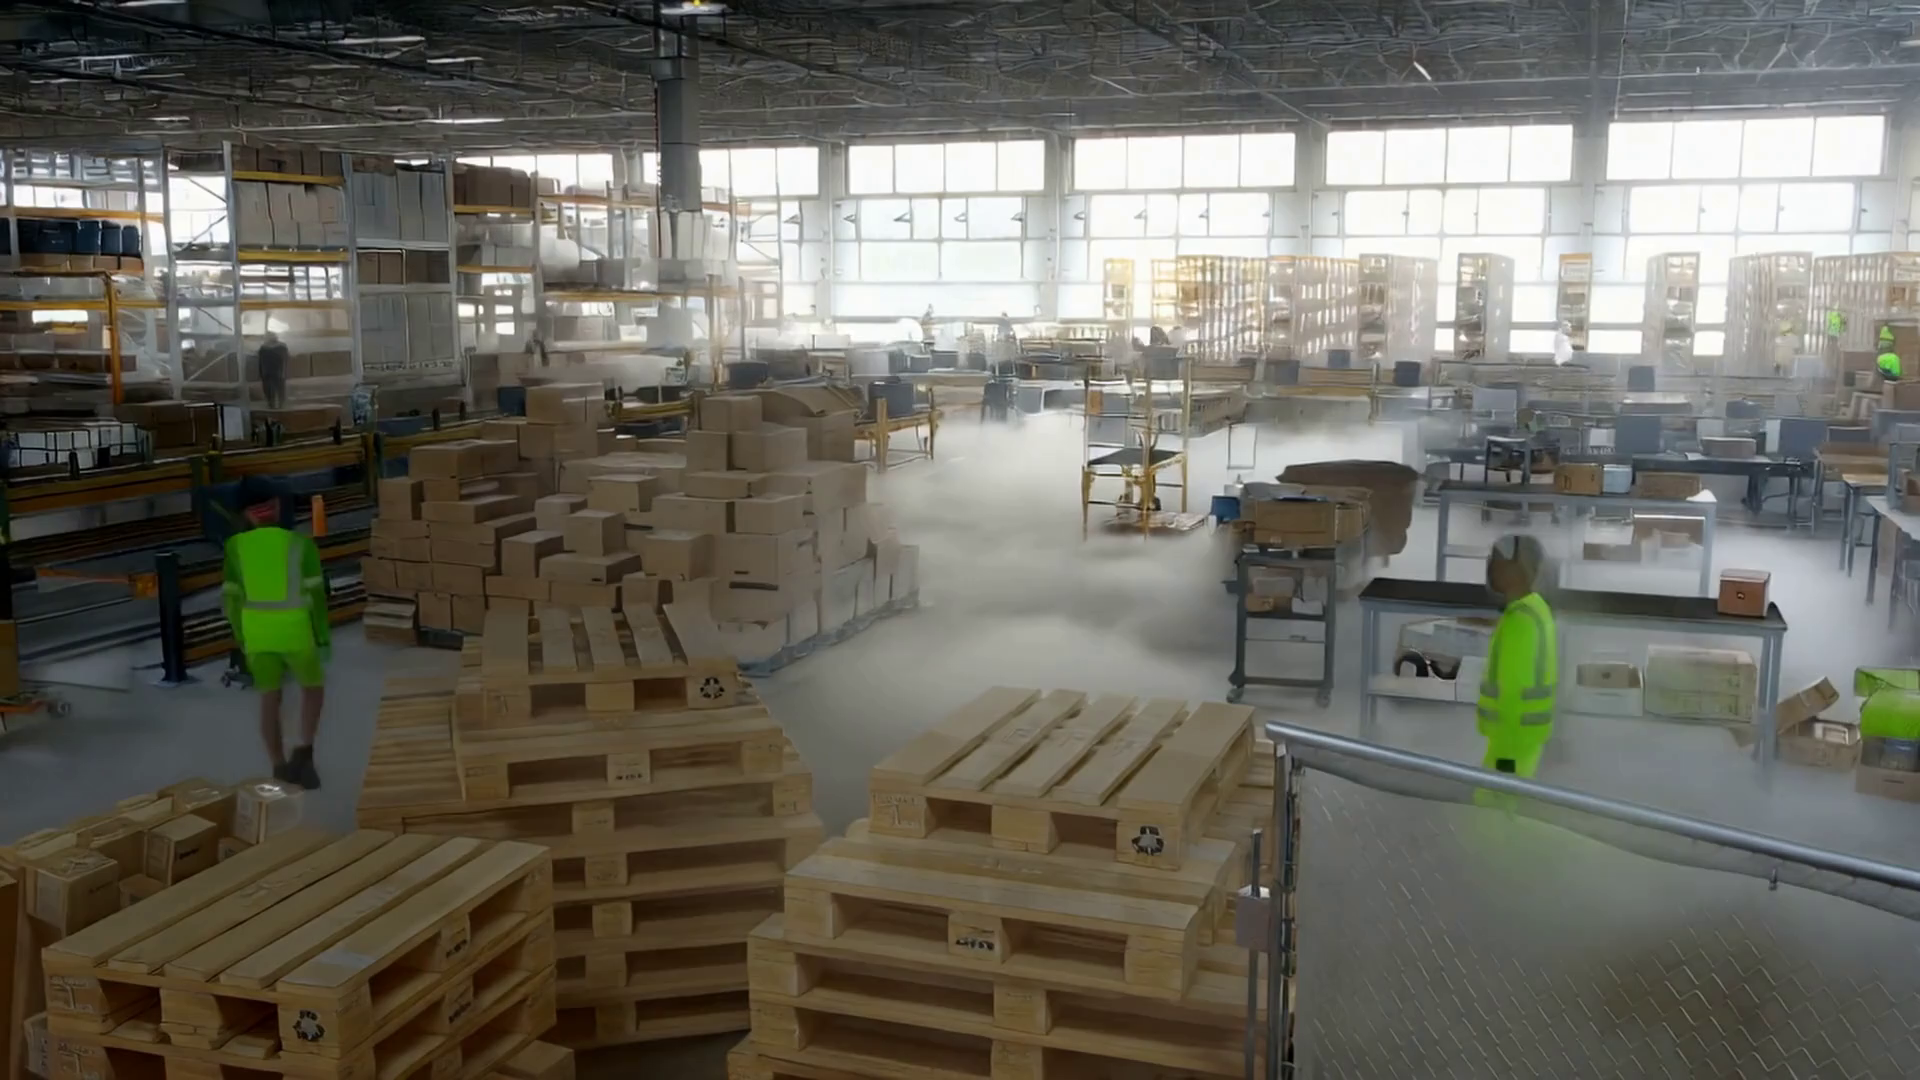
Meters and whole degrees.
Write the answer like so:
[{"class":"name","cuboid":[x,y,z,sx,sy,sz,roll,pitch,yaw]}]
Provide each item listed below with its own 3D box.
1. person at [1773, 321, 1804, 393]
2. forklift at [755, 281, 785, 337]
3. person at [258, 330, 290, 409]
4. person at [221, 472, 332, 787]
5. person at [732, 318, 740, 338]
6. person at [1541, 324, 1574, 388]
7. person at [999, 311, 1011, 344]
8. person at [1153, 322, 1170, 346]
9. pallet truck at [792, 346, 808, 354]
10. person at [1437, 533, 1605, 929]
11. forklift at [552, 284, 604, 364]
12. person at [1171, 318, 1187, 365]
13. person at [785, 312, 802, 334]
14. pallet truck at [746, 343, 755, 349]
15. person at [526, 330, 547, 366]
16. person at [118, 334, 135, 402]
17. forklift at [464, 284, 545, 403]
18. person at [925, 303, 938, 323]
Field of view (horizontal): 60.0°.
[{"class":"person","cuboid":[19.501,-4.173,39.175,0.830,1.971,0.628,5,10,30]},{"class":"forklift","cuboid":[-6.722,-7.750,58.754,1.129,2.768,1.873,3,10,20]},{"class":"person","cuboid":[-14.044,-3.324,34.003,0.639,1.911,0.402,1,9,5]},{"class":"person","cuboid":[-3.956,0.548,9.681,0.564,1.914,0.432,-1,9,-6]},{"class":"person","cuboid":[-6.499,-5.574,48.531,0.440,1.789,0.679,-2,9,-15]},{"class":"person","cuboid":[15.410,-4.654,42.705,0.867,1.800,0.595,4,10,23]},{"class":"person","cuboid":[1.648,-7.529,60.961,0.485,1.735,0.343,-4,10,-26]},{"class":"person","cuboid":[5.404,-4.910,44.325,0.764,1.788,0.660,2,9,14]},{"class":"pallet truck","cuboid":[-3.705,-4.298,42.022,0.653,1.274,1.630,3,10,20]},{"class":"person","cuboid":[2.604,0.894,7.654,0.652,1.864,0.590,4,10,22]},{"class":"forklift","cuboid":[-10.754,-5.702,45.890,1.129,2.768,1.873,3,10,20]},{"class":"person","cuboid":[5.962,-5.175,45.723,0.867,1.876,0.650,7,11,36]},{"class":"person","cuboid":[-5.092,-6.084,51.372,0.604,1.893,1.012,3,10,18]},{"class":"pallet truck","cuboid":[-6.183,-4.618,44.264,1.601,1.201,0.680,-9,12,-43]},{"class":"person","cuboid":[-10.675,-4.439,41.805,0.869,1.651,0.538,2,9,13]},{"class":"person","cuboid":[-19.975,-4.090,39.667,0.287,1.635,0.499,6,11,32]},{"class":"forklift","cuboid":[-10.832,-4.702,39.610,1.129,2.768,1.873,3,10,20]},{"class":"person","cuboid":[-1.111,-8.399,65.780,0.548,1.937,0.379,-5,10,-29]}]
